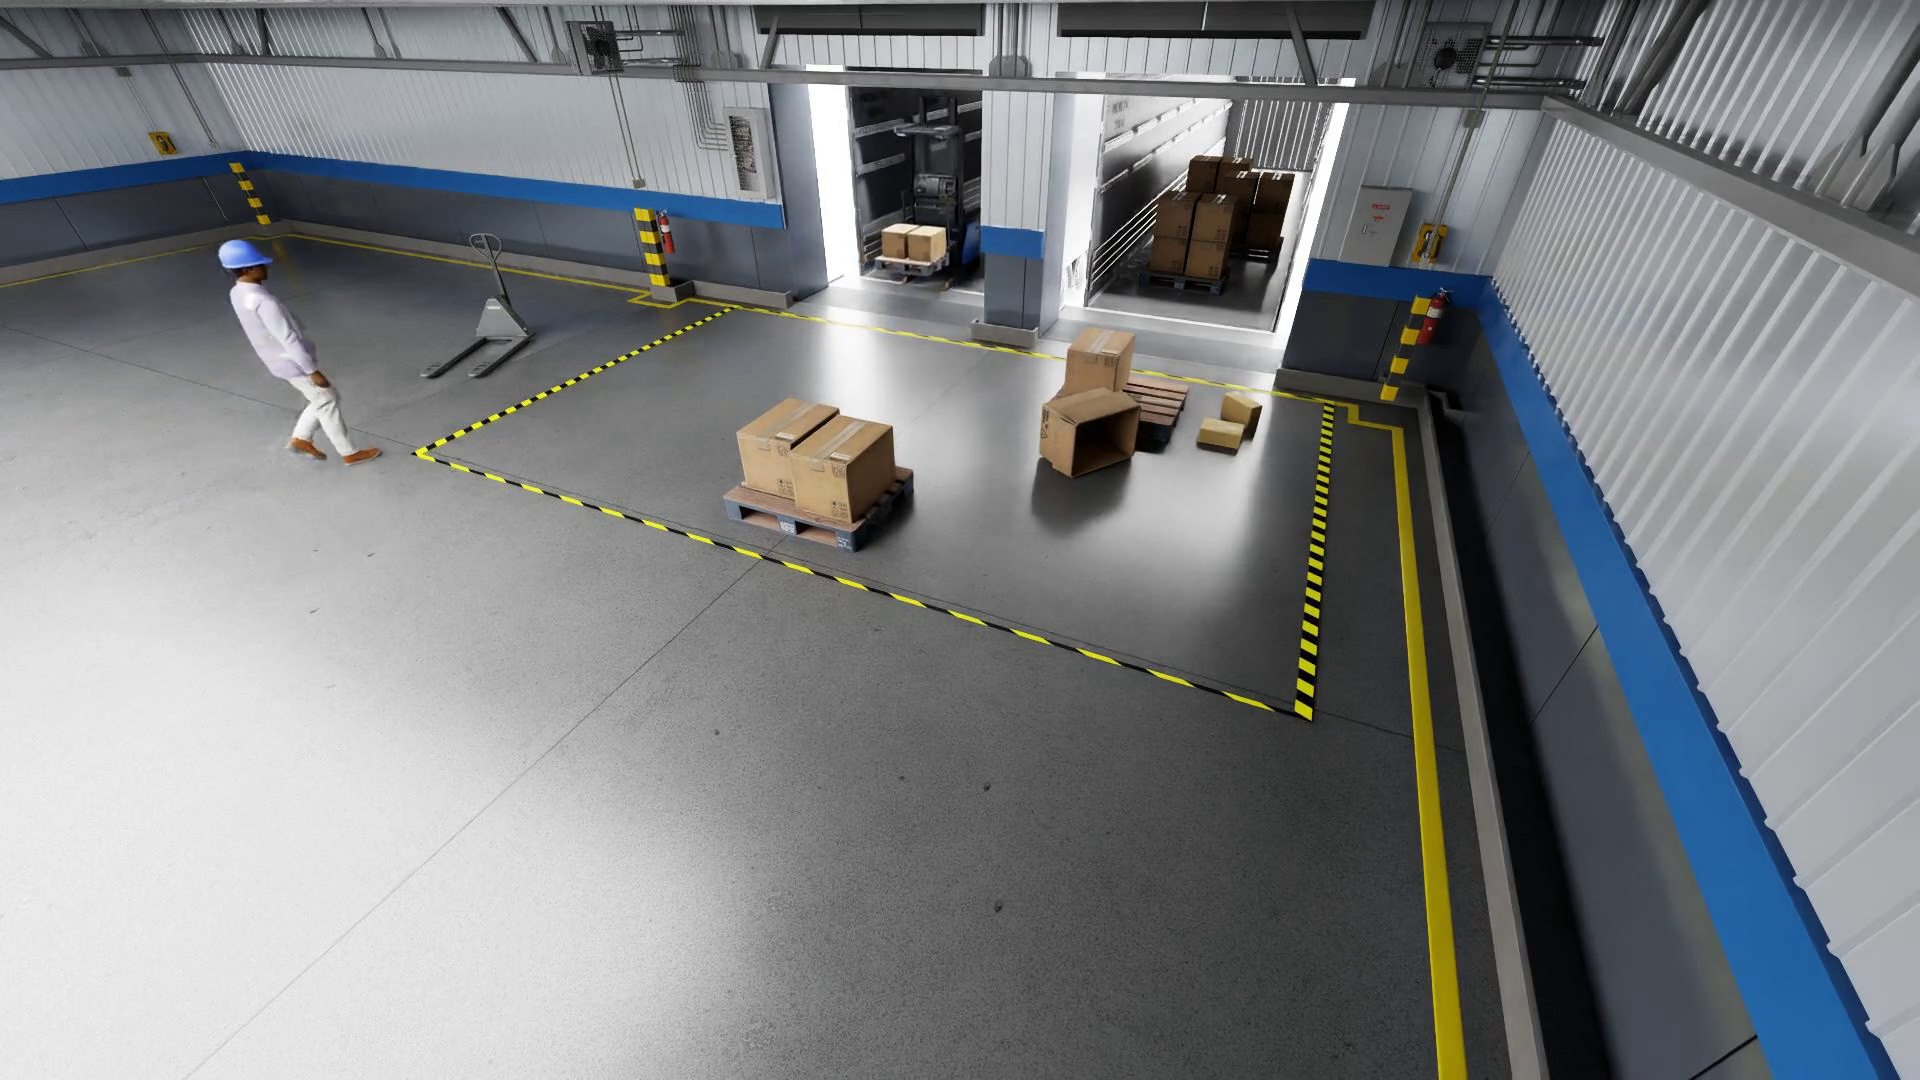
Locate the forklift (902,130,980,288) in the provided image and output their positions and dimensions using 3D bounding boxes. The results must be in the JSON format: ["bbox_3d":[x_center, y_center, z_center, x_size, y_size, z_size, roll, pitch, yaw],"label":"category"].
[{"bbox_3d":[-0.169,-5.050,11.018,0.716,2.013,0.776,14,38,19],"label":"forklift"}]

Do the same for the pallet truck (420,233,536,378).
[{"bbox_3d":[-5.664,-2.712,8.427,0.680,1.201,1.601,0,35,-1],"label":"pallet truck"}]

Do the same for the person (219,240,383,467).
[{"bbox_3d":[-5.548,-1.444,6.052,0.609,1.929,0.609,25,43,31],"label":"person"}]
